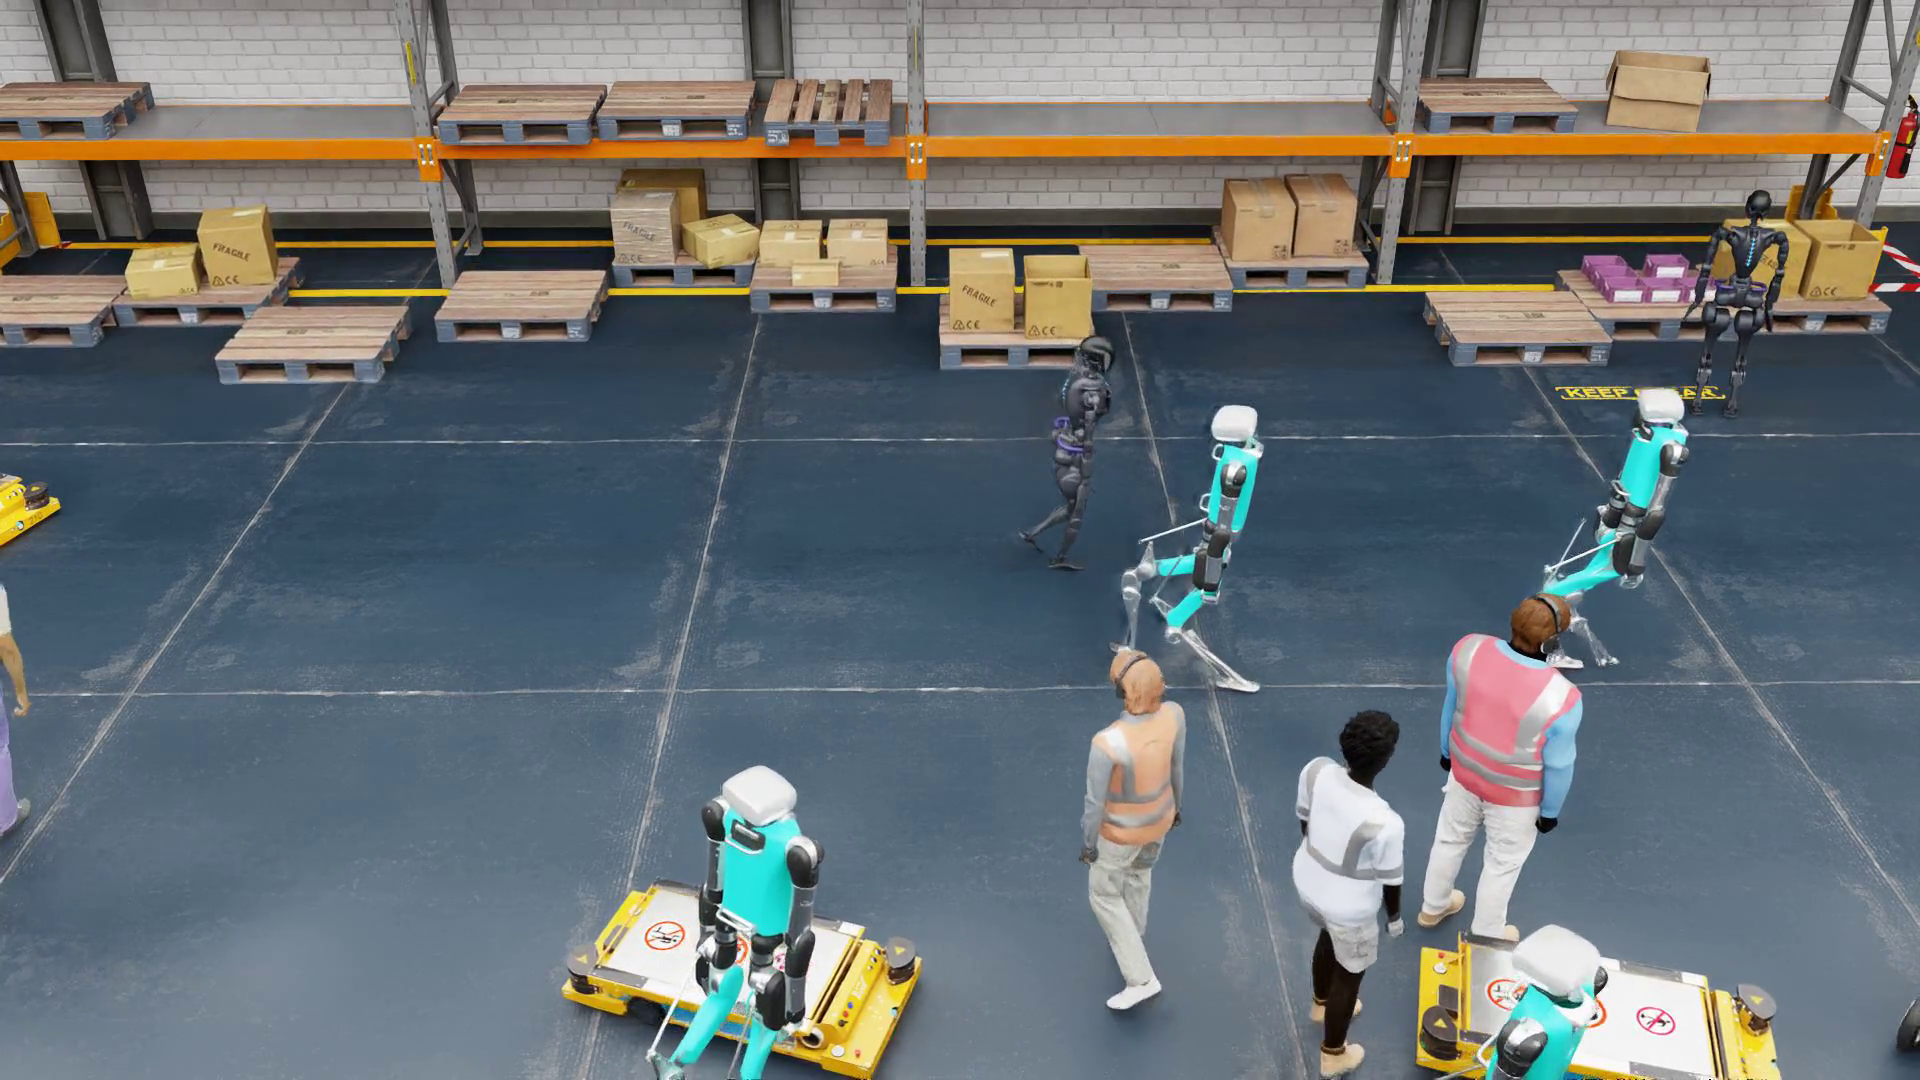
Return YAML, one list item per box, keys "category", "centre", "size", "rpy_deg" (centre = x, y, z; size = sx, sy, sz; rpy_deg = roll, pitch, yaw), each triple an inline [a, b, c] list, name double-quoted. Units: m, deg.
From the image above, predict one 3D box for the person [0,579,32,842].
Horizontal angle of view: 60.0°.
- category: "person"
  centre: [-4.634, 0.740, 7.688]
  size: [0.635, 1.808, 0.612]
  rpy_deg: [-9, 32, -14]

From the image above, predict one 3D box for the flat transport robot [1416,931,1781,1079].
- category: "flat transport robot"
  centre: [2.670, 2.056, 6.989]
  size: [1.431, 0.231, 0.659]
  rpy_deg: [8, 32, 13]

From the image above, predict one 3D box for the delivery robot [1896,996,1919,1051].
- category: "delivery robot"
  centre: [4.352, 1.920, 6.928]
  size: [0.765, 0.586, 0.499]
  rpy_deg: [-23, 38, -33]

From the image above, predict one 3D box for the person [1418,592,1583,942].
- category: "person"
  centre: [2.343, 1.019, 7.202]
  size: [0.431, 1.836, 0.629]
  rpy_deg: [-23, 38, -33]

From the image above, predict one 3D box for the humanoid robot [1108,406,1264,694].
- category: "humanoid robot"
  centre: [1.128, 0.066, 8.922]
  size: [1.027, 1.775, 0.531]
  rpy_deg: [9, 32, 14]

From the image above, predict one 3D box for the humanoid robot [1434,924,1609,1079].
- category: "humanoid robot"
  centre: [1.691, 1.954, 5.770]
  size: [0.557, 1.802, 0.776]
  rpy_deg: [-27, 40, -37]

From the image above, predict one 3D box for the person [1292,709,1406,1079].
- category: "person"
  centre: [1.559, 1.397, 6.711]
  size: [0.400, 1.670, 0.569]
  rpy_deg: [-16, 34, -24]

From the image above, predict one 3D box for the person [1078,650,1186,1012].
- category: "person"
  centre: [0.779, 1.236, 7.046]
  size: [0.537, 1.611, 0.521]
  rpy_deg: [-21, 37, -31]

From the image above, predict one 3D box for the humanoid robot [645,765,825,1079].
- category: "humanoid robot"
  centre: [-0.885, 1.756, 6.133]
  size: [0.536, 1.817, 0.833]
  rpy_deg: [21, 37, 31]

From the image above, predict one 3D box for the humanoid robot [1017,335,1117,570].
- category: "humanoid robot"
  centre: [0.640, -0.501, 9.888]
  size: [0.507, 1.625, 0.622]
  rpy_deg: [-1, 31, -2]

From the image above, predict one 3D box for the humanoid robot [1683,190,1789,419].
- category: "humanoid robot"
  centre: [5.496, -1.677, 11.821]
  size: [0.599, 1.657, 0.315]
  rpy_deg: [8, 32, 13]

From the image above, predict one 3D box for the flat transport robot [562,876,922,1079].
- category: "flat transport robot"
  centre: [-0.947, 1.888, 7.269]
  size: [1.431, 0.231, 0.659]
  rpy_deg: [10, 32, 16]

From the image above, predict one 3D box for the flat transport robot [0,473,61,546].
- category: "flat transport robot"
  centre: [-6.674, -0.233, 10.798]
  size: [1.431, 0.231, 0.659]
  rpy_deg: [10, 32, 16]

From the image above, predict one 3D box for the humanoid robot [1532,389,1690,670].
- category: "humanoid robot"
  centre: [3.424, 0.027, 8.960]
  size: [0.895, 1.776, 0.544]
  rpy_deg: [1, 31, 1]
